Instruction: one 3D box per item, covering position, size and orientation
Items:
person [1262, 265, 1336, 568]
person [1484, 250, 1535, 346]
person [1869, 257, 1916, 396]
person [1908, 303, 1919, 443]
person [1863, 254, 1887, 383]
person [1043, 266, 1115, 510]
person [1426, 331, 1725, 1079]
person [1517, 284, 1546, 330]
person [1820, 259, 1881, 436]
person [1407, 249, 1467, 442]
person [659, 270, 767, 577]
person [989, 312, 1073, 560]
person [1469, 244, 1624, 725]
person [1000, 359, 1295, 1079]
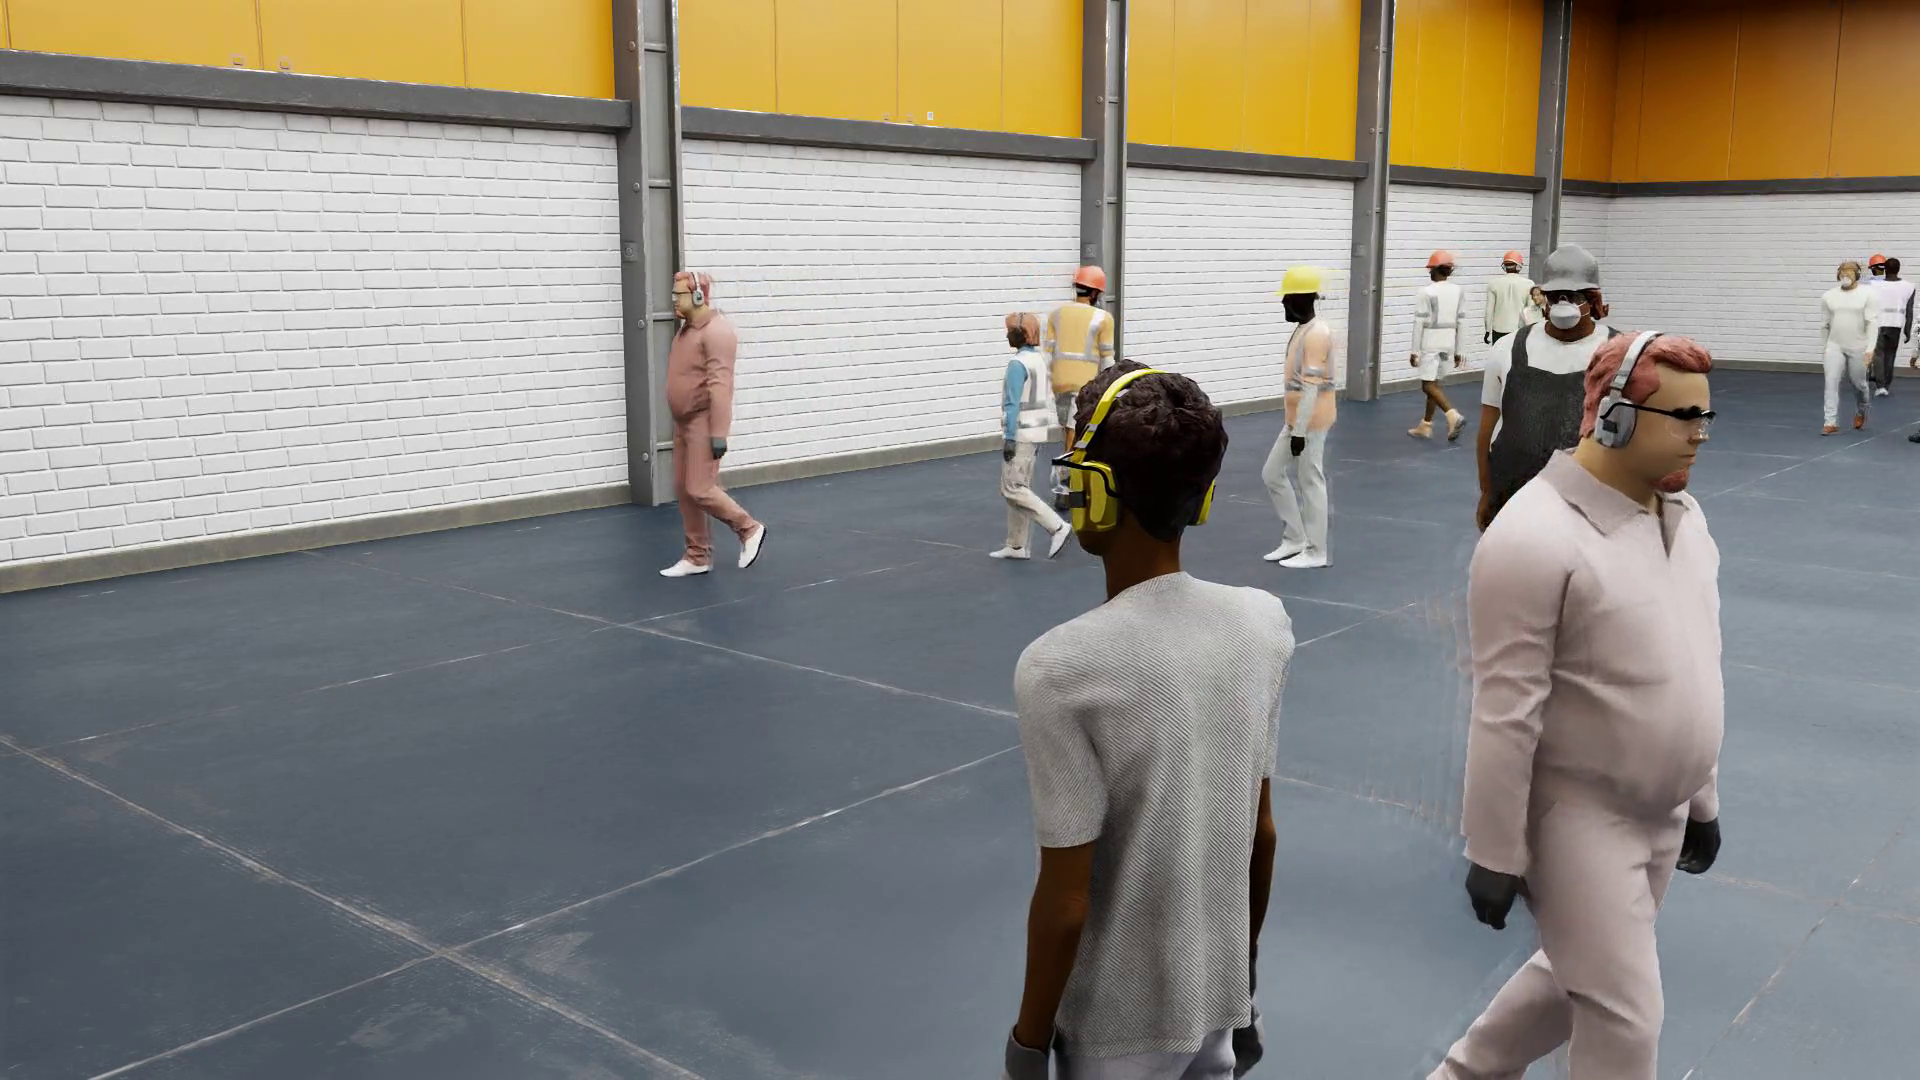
[{"bbox_3d":[2.105,-0.758,10.459,0.534,1.908,0.622,0,10,2],"label":"person"},{"bbox_3d":[6.985,-2.676,21.157,0.616,1.989,0.394,3,10,15],"label":"person"},{"bbox_3d":[12.714,-2.911,22.818,0.604,1.924,0.657,3,10,16],"label":"person"},{"bbox_3d":[10.334,-1.972,17.455,0.995,1.896,0.548,-5,11,-27],"label":"person"},{"bbox_3d":[13.799,-3.335,25.091,0.543,1.928,0.370,-2,10,-12],"label":"person"},{"bbox_3d":[0.922,-1.197,13.038,0.575,1.873,0.992,5,11,27],"label":"person"},{"bbox_3d":[1.240,0.532,3.302,0.658,1.887,0.846,-8,13,-38],"label":"person"},{"bbox_3d":[6.531,-2.082,18.855,0.518,1.616,0.681,6,12,32],"label":"person"},{"bbox_3d":[9.702,-2.099,18.127,0.899,1.909,0.639,-9,14,-43],"label":"person"},{"bbox_3d":[5.035,-2.027,17.407,0.617,2.016,0.870,-5,11,-25],"label":"person"},{"bbox_3d":[-1.553,-0.700,10.199,0.544,1.887,0.658,-6,12,-31],"label":"person"},{"bbox_3d":[0.452,-0.649,10.667,0.514,1.622,0.527,3,10,17],"label":"person"},{"bbox_3d":[2.460,-0.192,6.872,0.673,2.000,0.536,5,11,26],"label":"person"},{"bbox_3d":[0.243,0.683,2.374,0.515,1.873,0.329,-9,13,-40],"label":"person"}]
